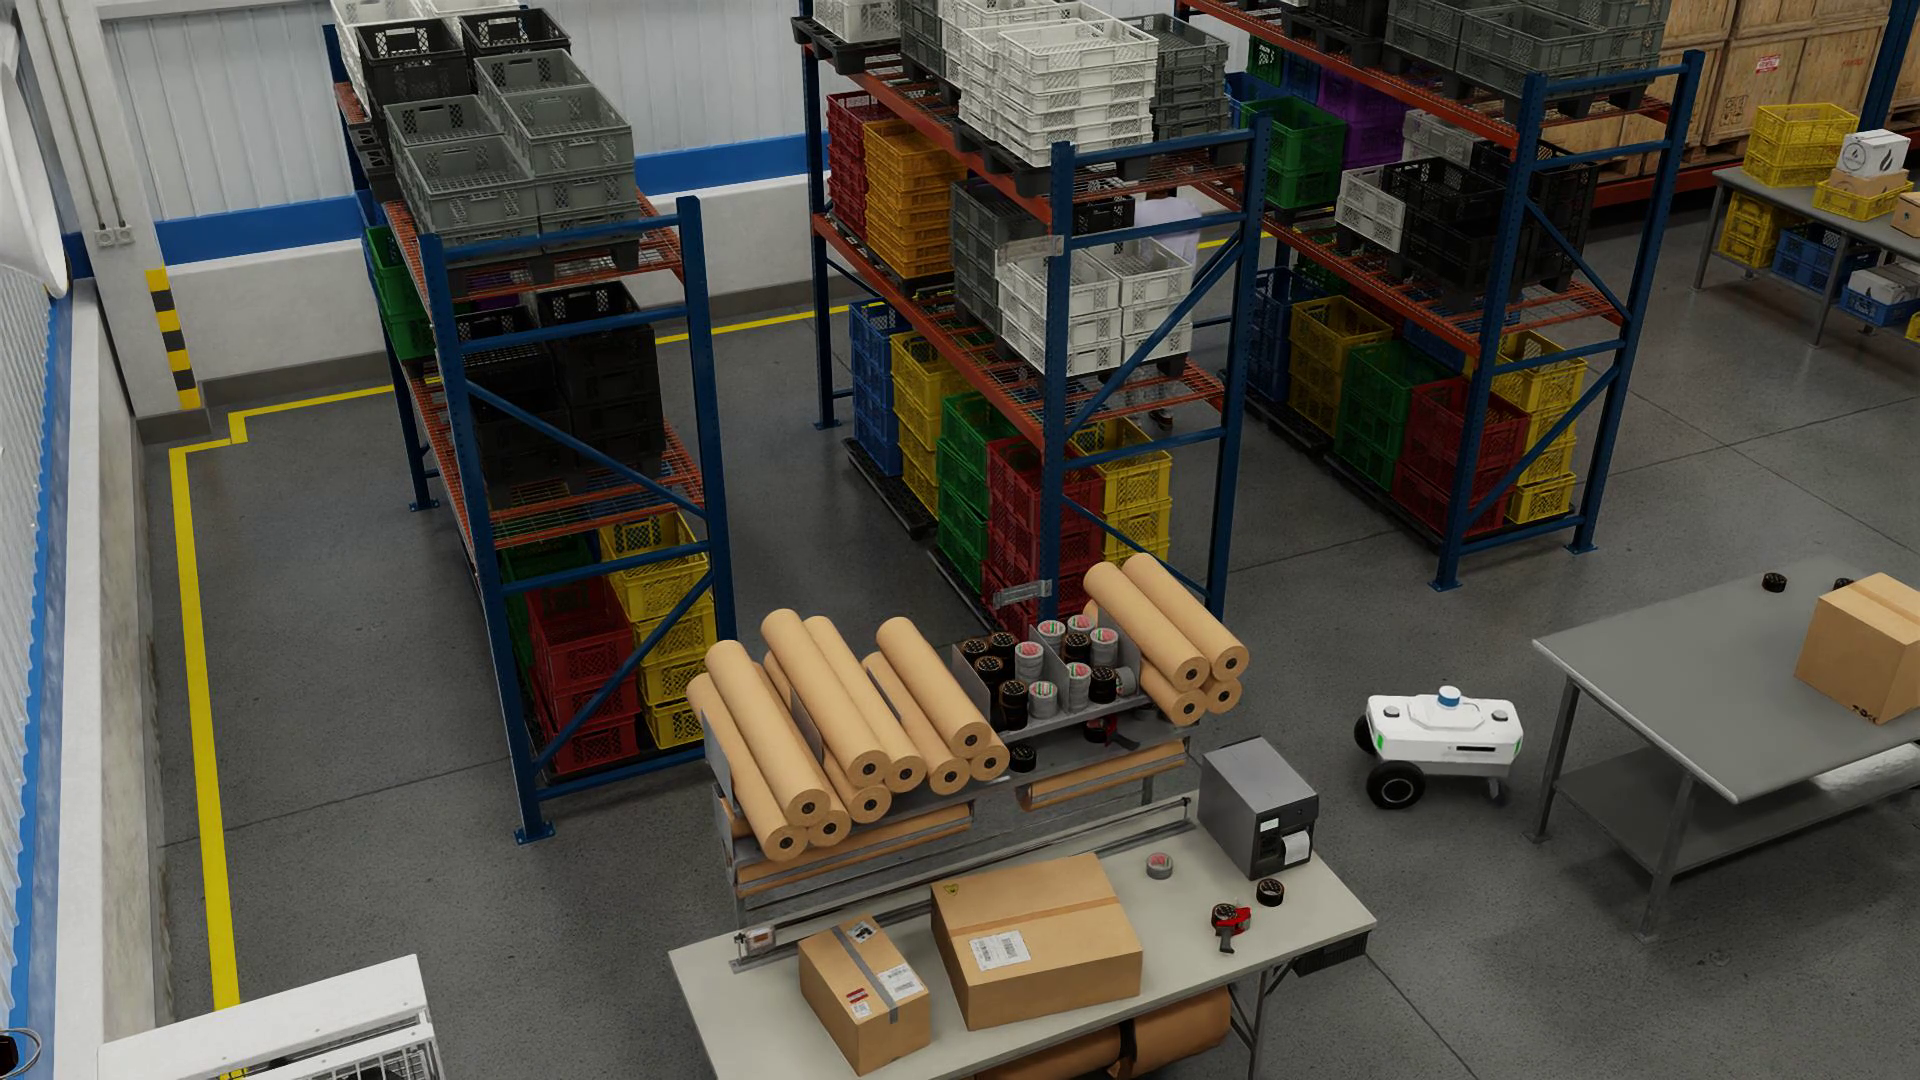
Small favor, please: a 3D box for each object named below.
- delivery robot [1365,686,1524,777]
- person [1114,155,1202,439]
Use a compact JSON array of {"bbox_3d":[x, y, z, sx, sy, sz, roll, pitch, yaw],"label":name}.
[{"bbox_3d":[2.345,0.929,8.080,0.707,0.478,0.477,2,32,3],"label":"delivery robot"},{"bbox_3d":[1.254,-1.593,10.953,0.629,1.940,0.373,-13,34,-21],"label":"person"}]
